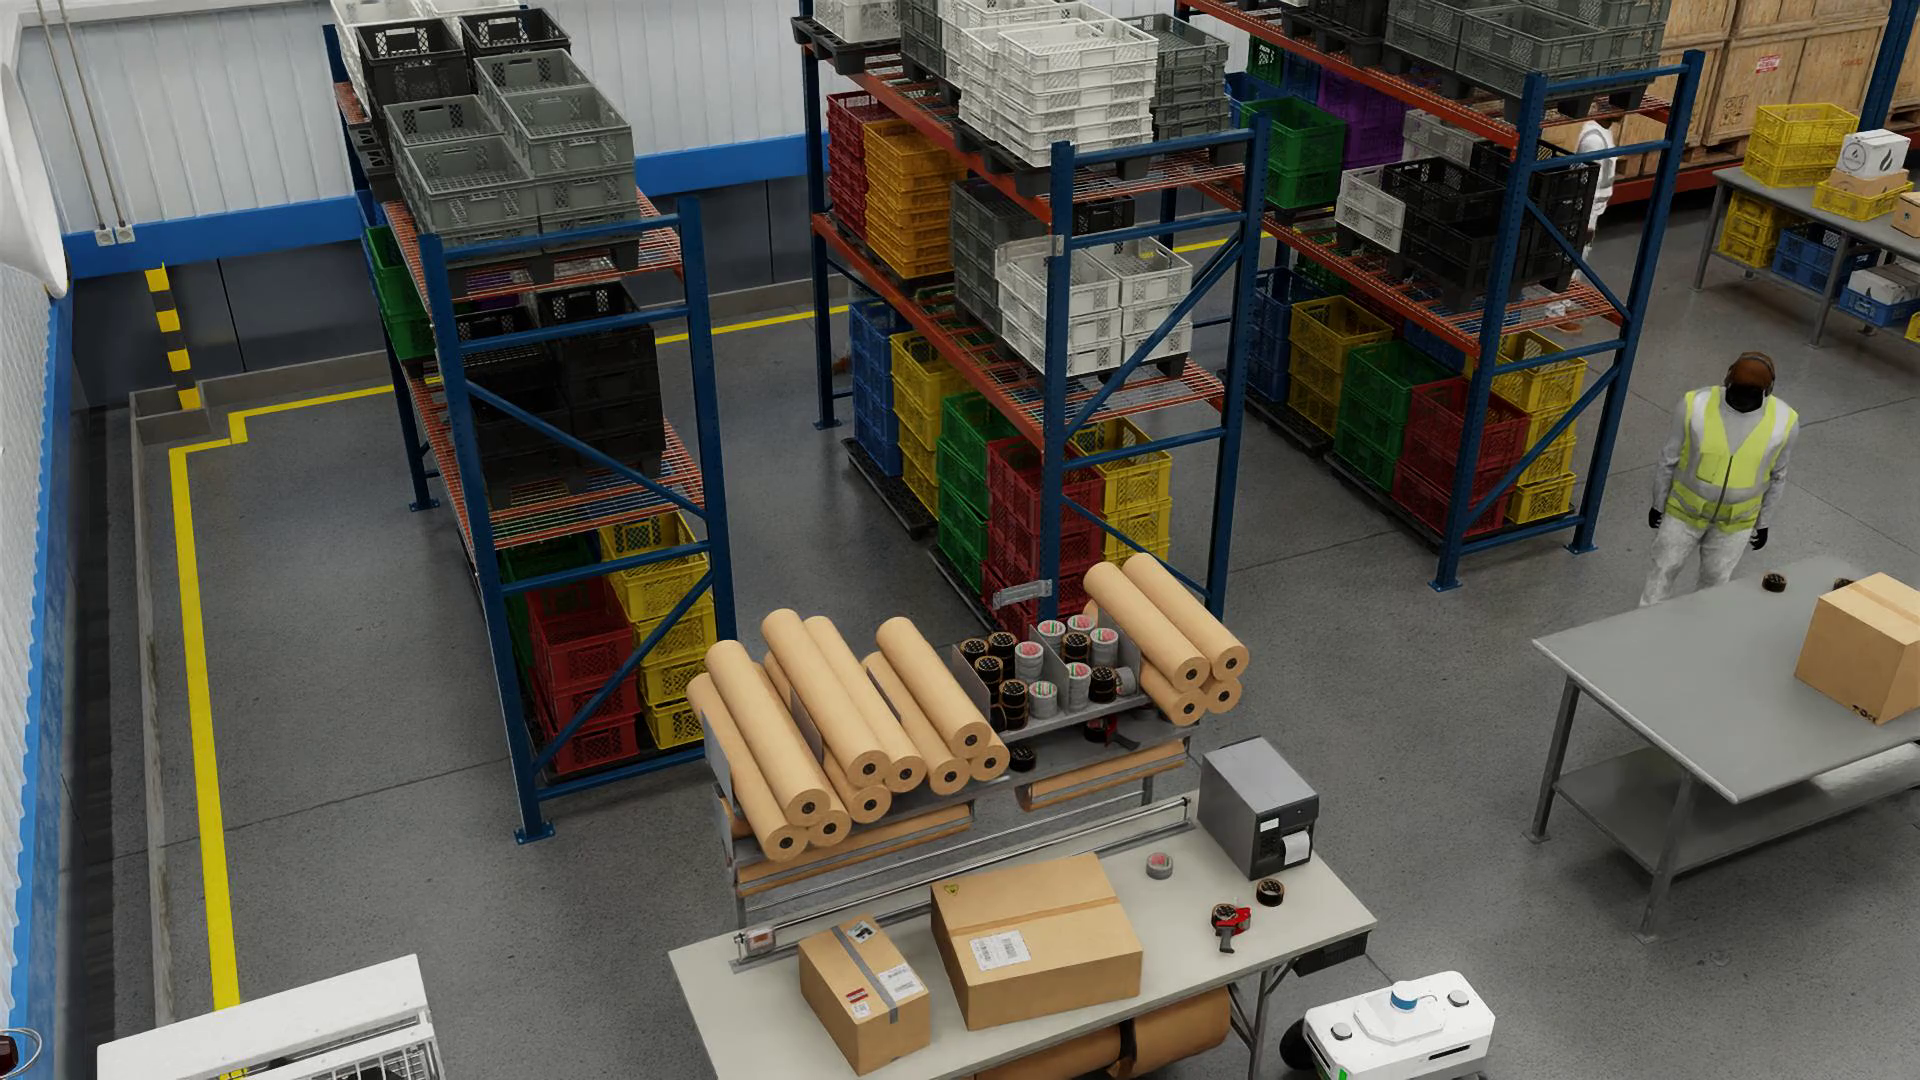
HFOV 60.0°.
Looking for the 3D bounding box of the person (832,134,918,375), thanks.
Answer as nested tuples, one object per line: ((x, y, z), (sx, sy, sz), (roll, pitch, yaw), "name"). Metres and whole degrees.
((-0.496, -2.050, 11.741), (0.784, 1.897, 0.647), (-19, 36, -28), "person")

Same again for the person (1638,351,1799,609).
((3.926, -0.141, 8.694), (0.621, 1.838, 0.429), (10, 33, 16), "person")

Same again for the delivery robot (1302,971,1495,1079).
((1.702, 1.921, 6.469), (0.707, 0.478, 0.477), (-10, 33, -16), "delivery robot")

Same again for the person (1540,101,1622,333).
((4.712, -2.468, 12.443), (0.415, 1.874, 0.627), (11, 33, 17), "person")
